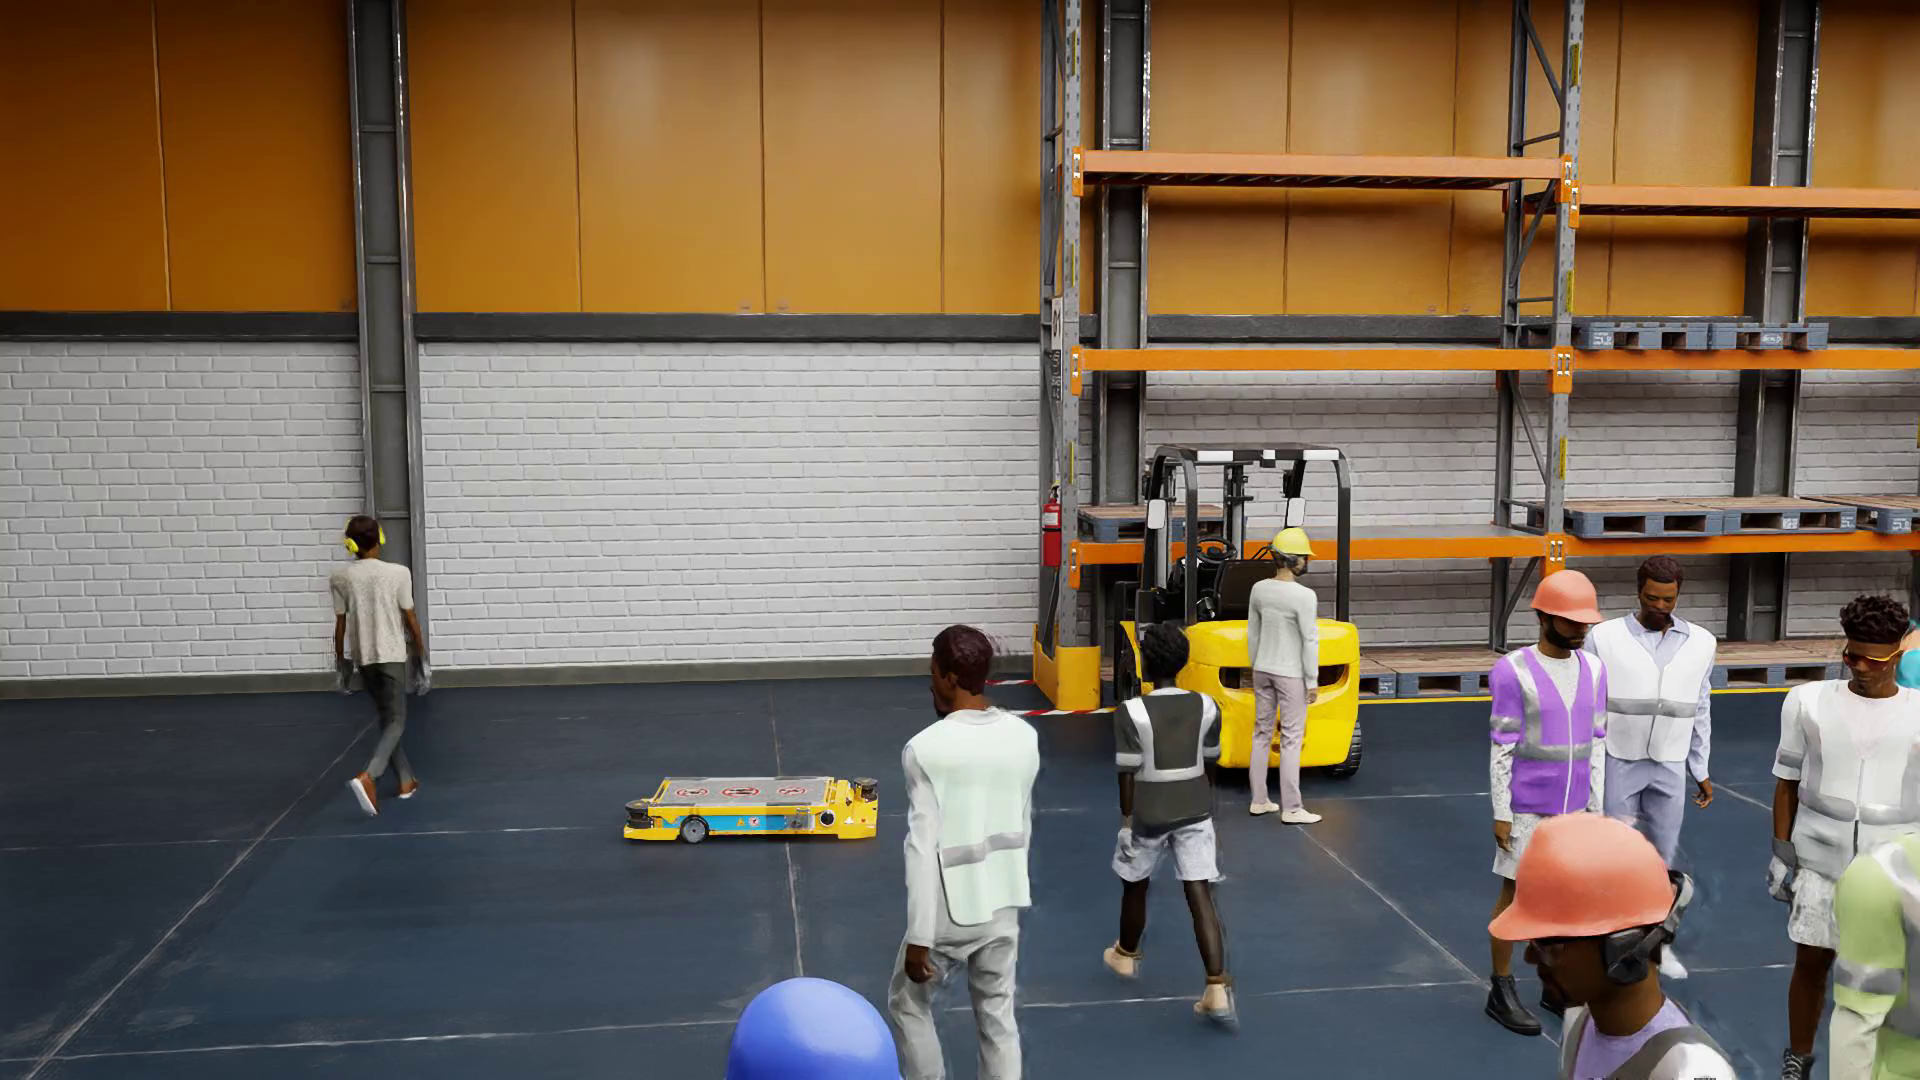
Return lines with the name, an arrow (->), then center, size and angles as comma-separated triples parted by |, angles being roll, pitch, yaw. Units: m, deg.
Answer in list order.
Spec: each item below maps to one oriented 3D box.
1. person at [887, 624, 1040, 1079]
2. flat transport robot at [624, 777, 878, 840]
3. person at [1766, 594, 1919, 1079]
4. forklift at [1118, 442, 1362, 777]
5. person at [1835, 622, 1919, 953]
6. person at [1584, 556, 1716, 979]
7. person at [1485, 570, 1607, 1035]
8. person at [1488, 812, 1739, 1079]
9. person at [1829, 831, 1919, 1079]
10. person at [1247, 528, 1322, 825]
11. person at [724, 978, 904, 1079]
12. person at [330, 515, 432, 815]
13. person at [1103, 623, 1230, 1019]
person -> -0.031, 1.239, 5.666 | 0.633, 1.874, 0.621 | -6, 9, -43
flat transport robot -> -1.204, 1.568, 9.767 | 1.431, 0.197, 0.652 | 0, 7, -2
person -> 3.240, 1.163, 5.997 | 0.602, 1.958, 0.380 | 4, 8, 32
forklift -> 1.912, 0.418, 11.496 | 1.214, 2.155, 2.313 | -1, 7, -8
person -> 4.412, 1.045, 7.413 | 0.977, 1.865, 0.630 | 5, 8, 40
person -> 3.090, 1.013, 7.509 | 0.588, 1.913, 0.391 | 0, 7, 2
person -> 2.447, 1.077, 6.881 | 0.545, 1.930, 0.387 | -2, 7, -16
person -> 1.131, 1.484, 2.975 | 0.808, 2.003, 0.633 | 1, 7, 9
person -> 2.398, 1.364, 4.126 | 0.631, 1.998, 0.997 | -1, 7, -10
person -> 1.944, 0.807, 9.954 | 0.329, 1.765, 0.527 | -5, 8, -35
person -> -0.166, 1.582, 2.424 | 0.415, 1.939, 0.605 | 3, 7, 28
person -> -3.563, 0.746, 10.227 | 0.569, 1.821, 0.845 | 0, 7, 2
person -> 0.904, 1.186, 7.149 | 0.533, 1.652, 0.905 | -2, 7, -17
